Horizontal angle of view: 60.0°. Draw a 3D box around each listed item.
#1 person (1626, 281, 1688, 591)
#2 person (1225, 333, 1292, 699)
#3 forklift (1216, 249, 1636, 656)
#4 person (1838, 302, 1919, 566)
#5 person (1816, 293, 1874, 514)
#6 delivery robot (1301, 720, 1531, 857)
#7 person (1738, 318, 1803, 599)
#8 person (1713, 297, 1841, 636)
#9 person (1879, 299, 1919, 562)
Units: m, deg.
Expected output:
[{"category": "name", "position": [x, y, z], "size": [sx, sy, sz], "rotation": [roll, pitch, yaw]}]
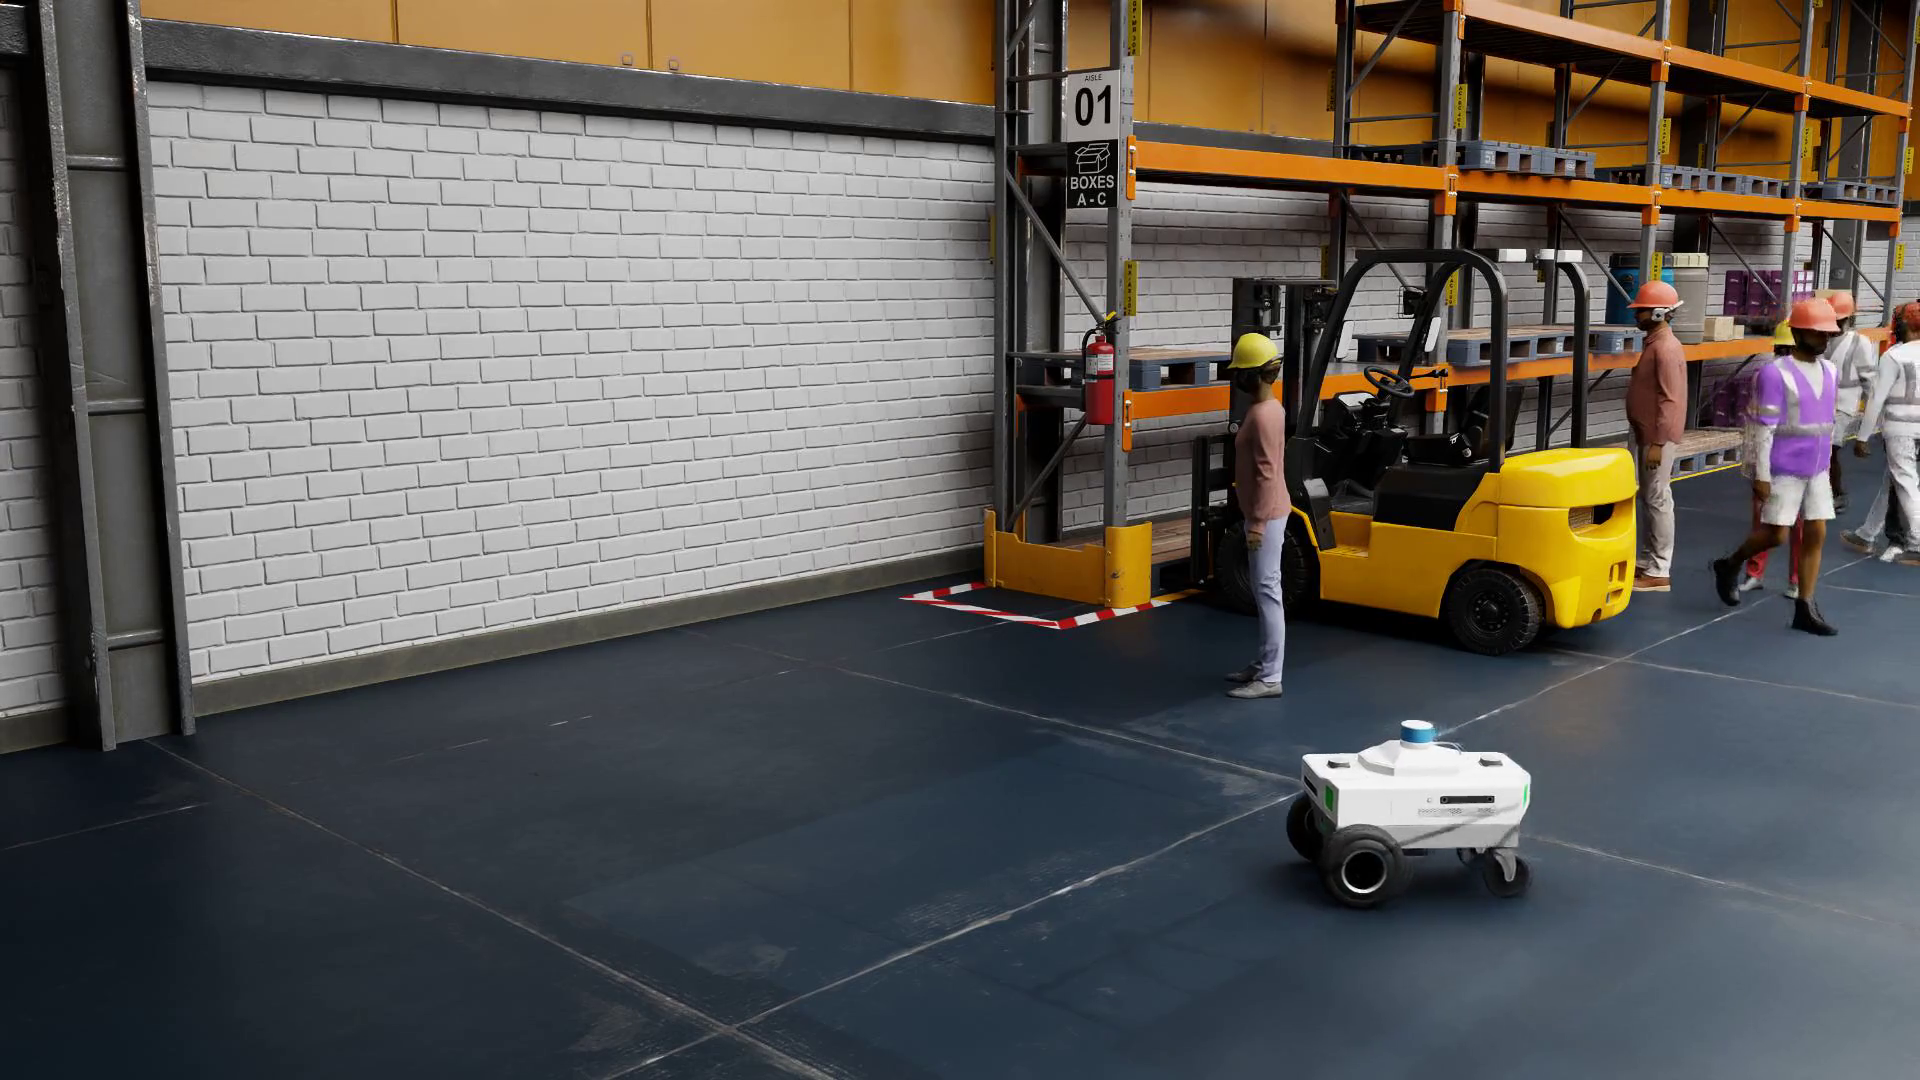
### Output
[{"category": "person", "position": [4.458, -0.664, 10.723], "size": [0.394, 1.994, 0.612], "rotation": [3, 10, 16]}, {"category": "person", "position": [1.437, -0.112, 8.049], "size": [0.329, 1.765, 0.525], "rotation": [2, 9, 11]}, {"category": "forklift", "position": [2.710, -0.584, 9.626], "size": [2.313, 2.155, 1.214], "rotation": [9, 13, 43]}, {"category": "person", "position": [6.640, -0.765, 11.820], "size": [0.588, 1.840, 0.894], "rotation": [-4, 10, -22]}, {"category": "person", "position": [7.135, -1.086, 13.674], "size": [0.983, 1.865, 0.586], "rotation": [-7, 11, -35]}, {"category": "delivery robot", "position": [1.521, 0.848, 5.569], "size": [0.707, 0.478, 0.477], "rotation": [0, 9, -3]}, {"category": "person", "position": [5.192, -0.510, 10.488], "size": [0.329, 1.765, 0.533], "rotation": [-9, 13, -43]}, {"category": "person", "position": [4.780, -0.441, 9.608], "size": [0.555, 1.916, 0.777], "rotation": [-3, 10, -19]}, {"category": "person", "position": [6.925, -0.803, 11.918], "size": [0.594, 1.890, 0.897], "rotation": [8, 13, 42]}]
